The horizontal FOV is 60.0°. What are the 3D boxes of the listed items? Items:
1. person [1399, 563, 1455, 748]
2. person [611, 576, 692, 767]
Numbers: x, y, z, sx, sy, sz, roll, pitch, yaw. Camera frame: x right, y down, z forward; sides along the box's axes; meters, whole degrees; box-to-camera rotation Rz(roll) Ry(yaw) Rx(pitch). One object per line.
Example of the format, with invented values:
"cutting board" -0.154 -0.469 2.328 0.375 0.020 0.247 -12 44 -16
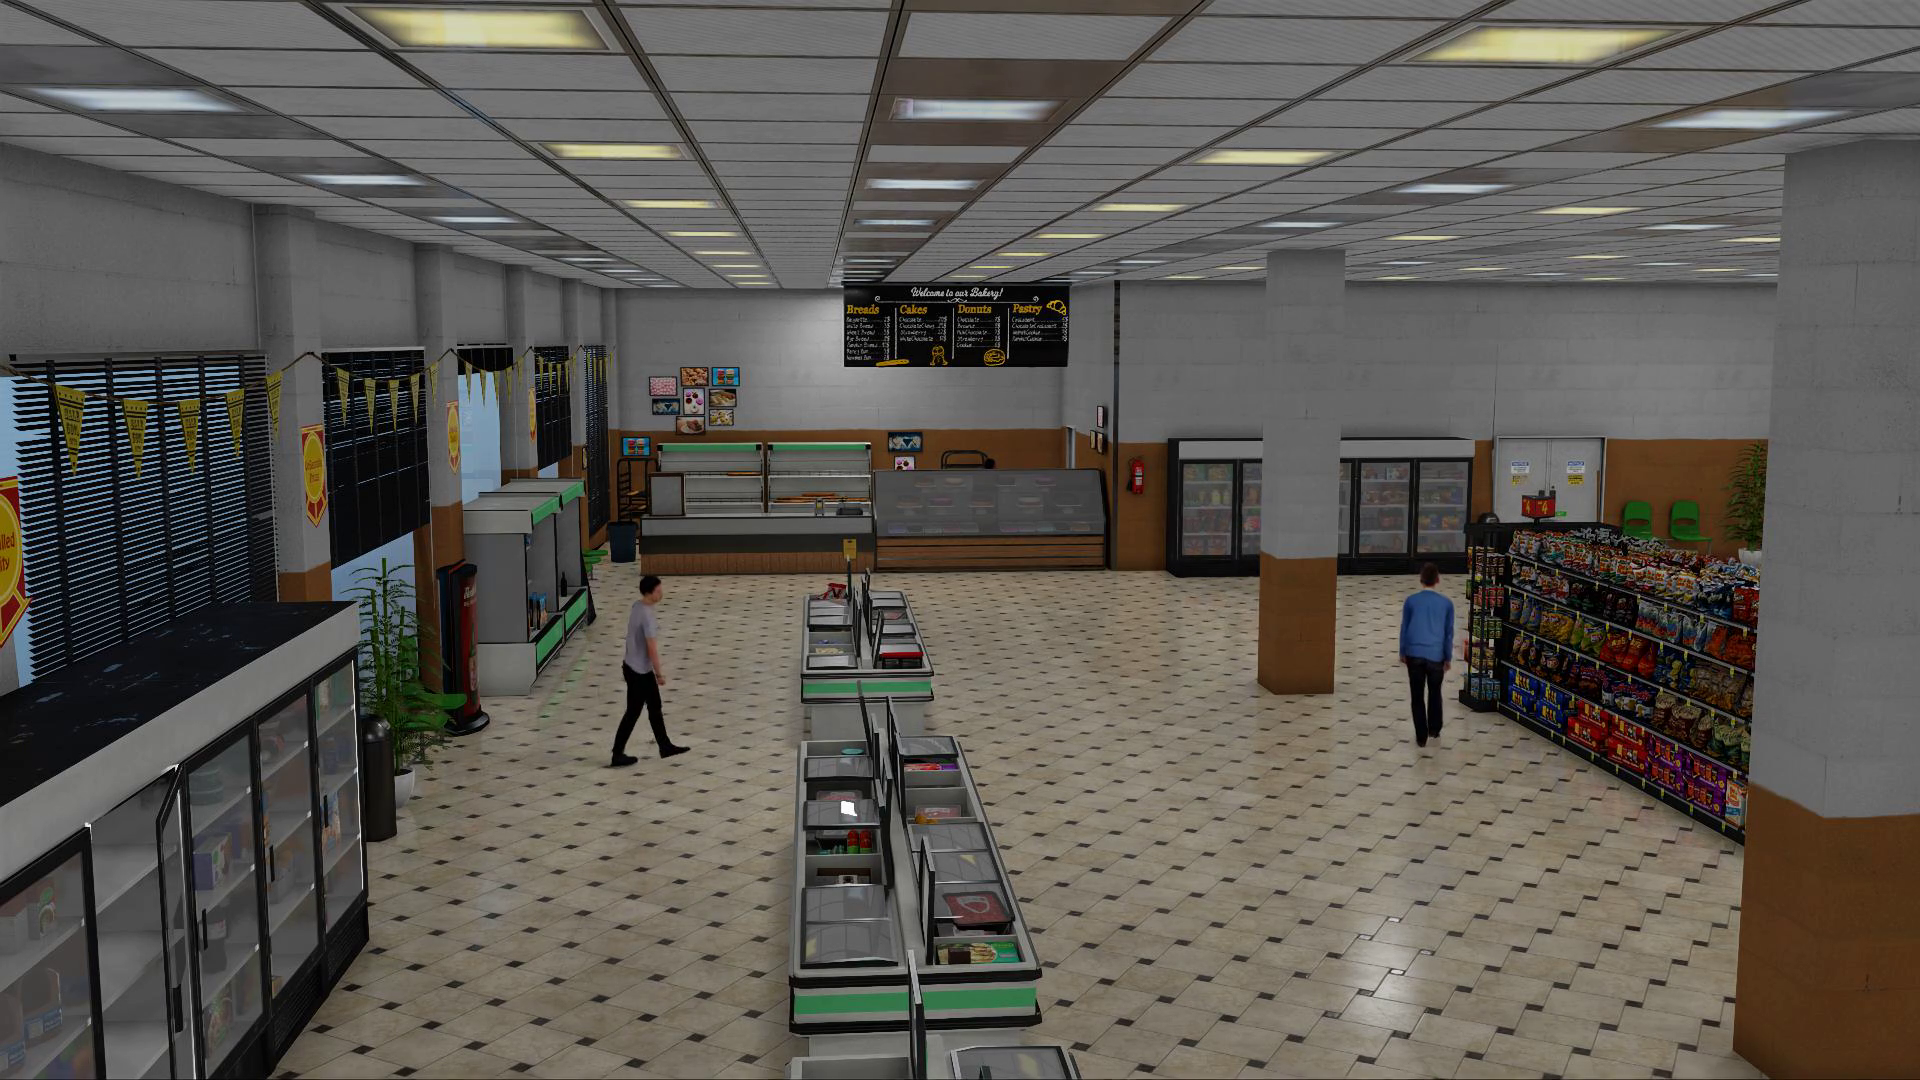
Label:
"person" 4.595 1.141 16.395 0.737 1.802 0.736 1 7 11
"person" -3.070 1.274 15.586 0.921 1.731 0.975 -3 8 -24
